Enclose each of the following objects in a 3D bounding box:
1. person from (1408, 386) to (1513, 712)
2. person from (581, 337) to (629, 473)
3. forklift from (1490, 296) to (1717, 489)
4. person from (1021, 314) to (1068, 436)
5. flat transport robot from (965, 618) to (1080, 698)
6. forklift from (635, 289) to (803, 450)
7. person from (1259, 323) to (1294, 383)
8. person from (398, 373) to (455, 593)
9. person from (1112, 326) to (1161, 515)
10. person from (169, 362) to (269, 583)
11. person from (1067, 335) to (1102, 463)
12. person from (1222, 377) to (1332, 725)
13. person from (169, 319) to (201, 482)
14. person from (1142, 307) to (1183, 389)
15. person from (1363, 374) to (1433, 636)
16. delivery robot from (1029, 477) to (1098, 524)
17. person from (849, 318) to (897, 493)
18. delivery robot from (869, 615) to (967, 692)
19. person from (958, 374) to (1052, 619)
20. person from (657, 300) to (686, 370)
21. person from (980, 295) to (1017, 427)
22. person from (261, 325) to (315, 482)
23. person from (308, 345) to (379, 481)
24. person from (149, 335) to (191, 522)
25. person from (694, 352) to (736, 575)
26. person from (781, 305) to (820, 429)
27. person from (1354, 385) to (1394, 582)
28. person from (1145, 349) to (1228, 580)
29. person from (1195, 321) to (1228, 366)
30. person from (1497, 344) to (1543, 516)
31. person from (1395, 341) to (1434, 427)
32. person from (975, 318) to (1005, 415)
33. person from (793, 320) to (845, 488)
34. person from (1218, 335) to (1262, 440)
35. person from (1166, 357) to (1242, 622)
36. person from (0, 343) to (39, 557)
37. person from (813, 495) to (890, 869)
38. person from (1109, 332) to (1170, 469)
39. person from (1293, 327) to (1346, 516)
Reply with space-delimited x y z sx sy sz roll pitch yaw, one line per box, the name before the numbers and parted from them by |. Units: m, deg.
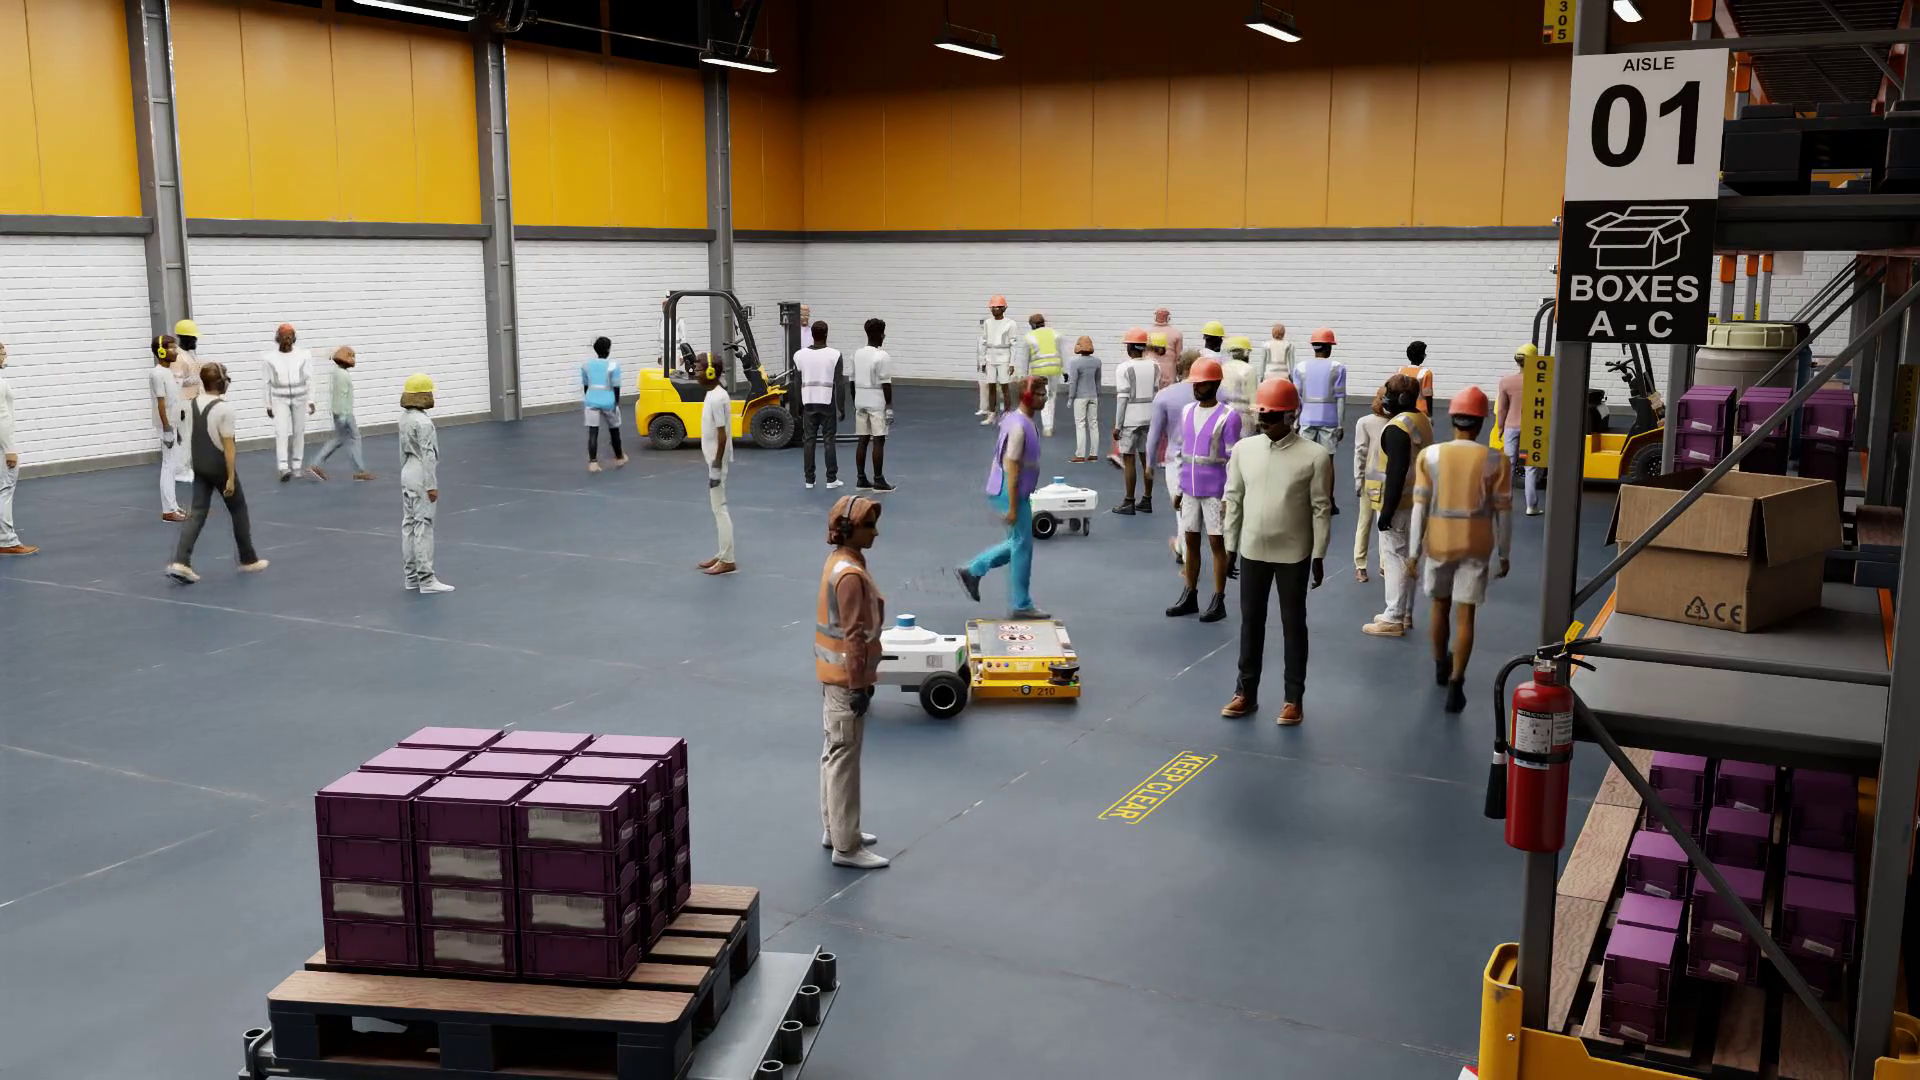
person | 3.028 0.027 10.013 0.573 1.889 0.950 4 11 23
person | -4.383 -1.670 20.487 0.544 1.644 0.861 2 10 9
forklift | 7.296 -1.677 18.993 2.313 2.155 1.214 5 11 27
person | 1.232 -2.445 24.647 0.656 1.781 0.782 -3 10 -19
flat transport robot | 0.378 0.732 10.609 0.652 0.197 1.431 0 10 -1
forklift | -3.358 -2.392 23.136 2.313 2.155 1.214 -1 10 -5
person | 4.808 -2.475 25.268 0.516 1.627 0.377 1 10 5
person | -4.272 -0.455 13.221 0.312 1.744 0.487 -8 13 -39
person | 1.798 -1.225 17.119 0.550 1.937 0.357 -7 12 -34
person | -6.156 -0.559 13.654 0.521 1.808 0.935 3 10 18
person | 1.596 -1.802 21.343 0.498 1.633 0.282 -6 12 -33
person | 1.795 0.064 9.500 0.616 1.990 0.393 6 11 31
person | -9.104 -1.637 19.593 0.435 1.912 0.588 -1 10 -7
person | 2.933 -2.433 24.205 0.652 1.906 0.403 2 10 12
person | 3.080 -0.248 11.741 0.429 1.843 0.633 6 11 29
delivery robot | 0.945 -0.360 15.841 0.707 0.478 0.477 -3 10 -15
person | -0.978 -1.514 18.712 0.614 1.963 0.362 9 13 42
delivery robot | -0.318 0.684 9.799 0.707 0.478 0.477 0 10 3
person | 0.344 -0.322 12.219 0.620 1.822 0.581 2 10 9
person | -4.952 -3.163 28.493 0.584 1.882 0.337 6 11 31
person | 0.586 -2.764 25.724 0.605 2.045 0.377 6 12 33
person | -7.911 -1.607 19.650 0.564 1.831 0.962 -5 11 -25
person | -7.326 -1.484 19.583 0.691 1.610 0.498 -6 12 -33
person | -7.914 -1.116 16.682 0.328 1.873 0.513 -3 10 -18
person | -2.055 -0.639 13.942 0.310 1.864 0.533 -2 10 -10
person | -2.385 -2.612 25.250 0.642 1.906 0.410 -6 12 -33
person | 3.466 -0.472 13.640 0.499 1.633 0.278 -2 10 -11
person | 1.884 -0.656 13.977 0.658 1.879 1.041 -2 10 -12
person | 2.817 -1.512 18.818 0.385 1.922 0.594 -4 11 -21
person | 5.781 -1.128 17.075 0.523 1.762 0.329 7 12 34
person | 5.150 -1.406 18.867 0.318 1.697 0.535 -7 12 -36
person | 0.503 -2.889 27.658 0.510 1.622 0.527 -9 13 -43
person | -1.600 -1.544 19.022 0.597 1.918 0.383 2 10 11
person | 2.982 -1.327 18.161 0.767 1.792 0.642 -5 11 -28
person | 1.784 -0.371 12.175 0.543 1.939 0.356 9 14 44
person | -8.532 -0.816 14.750 0.631 1.940 0.372 9 13 41
person | -0.487 0.615 7.339 0.315 1.636 0.515 -2 10 -10
person | 2.301 -1.722 20.646 0.903 1.722 0.525 -3 10 -15
person | 3.682 -1.214 17.069 0.547 1.934 0.376 4 11 23
